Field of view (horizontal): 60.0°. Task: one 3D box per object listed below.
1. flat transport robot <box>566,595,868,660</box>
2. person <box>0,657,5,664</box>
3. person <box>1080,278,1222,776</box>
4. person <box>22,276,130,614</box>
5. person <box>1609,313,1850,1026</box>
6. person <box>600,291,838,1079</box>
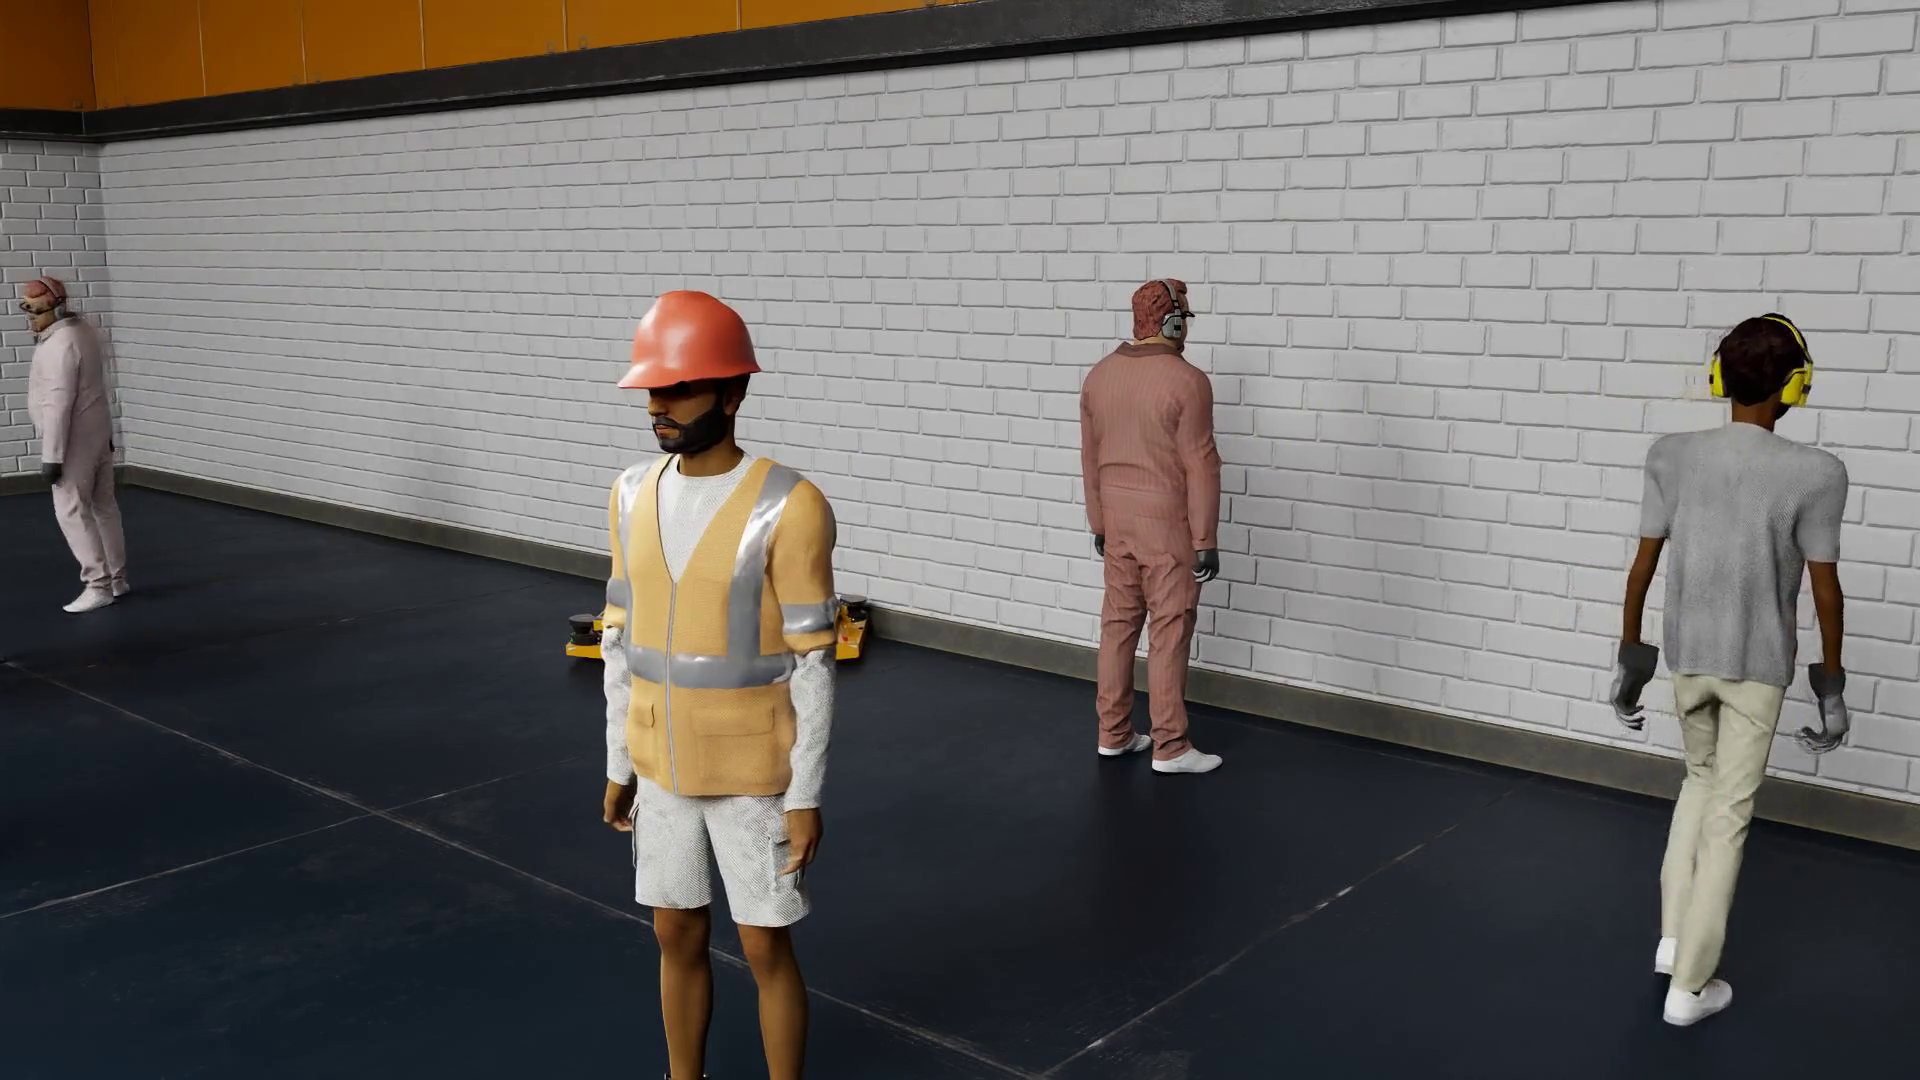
[{"bbox_3d":[-1.199,0.427,8.387,1.431,0.197,0.652,0,10,1],"label":"flat transport robot"},{"bbox_3d":[-4.763,-0.223,7.831,0.315,1.770,0.524,-3,10,-16],"label":"person"},{"bbox_3d":[0.764,-0.048,6.435,0.409,1.906,0.651,-8,13,-39],"label":"person"},{"bbox_3d":[-5.005,-0.548,9.404,0.399,1.875,0.789,-2,10,-12],"label":"person"},{"bbox_3d":[2.040,0.341,4.358,0.551,1.851,0.546,-8,13,-40],"label":"person"},{"bbox_3d":[-0.522,0.462,3.445,0.551,1.937,0.357,5,11,26],"label":"person"}]
